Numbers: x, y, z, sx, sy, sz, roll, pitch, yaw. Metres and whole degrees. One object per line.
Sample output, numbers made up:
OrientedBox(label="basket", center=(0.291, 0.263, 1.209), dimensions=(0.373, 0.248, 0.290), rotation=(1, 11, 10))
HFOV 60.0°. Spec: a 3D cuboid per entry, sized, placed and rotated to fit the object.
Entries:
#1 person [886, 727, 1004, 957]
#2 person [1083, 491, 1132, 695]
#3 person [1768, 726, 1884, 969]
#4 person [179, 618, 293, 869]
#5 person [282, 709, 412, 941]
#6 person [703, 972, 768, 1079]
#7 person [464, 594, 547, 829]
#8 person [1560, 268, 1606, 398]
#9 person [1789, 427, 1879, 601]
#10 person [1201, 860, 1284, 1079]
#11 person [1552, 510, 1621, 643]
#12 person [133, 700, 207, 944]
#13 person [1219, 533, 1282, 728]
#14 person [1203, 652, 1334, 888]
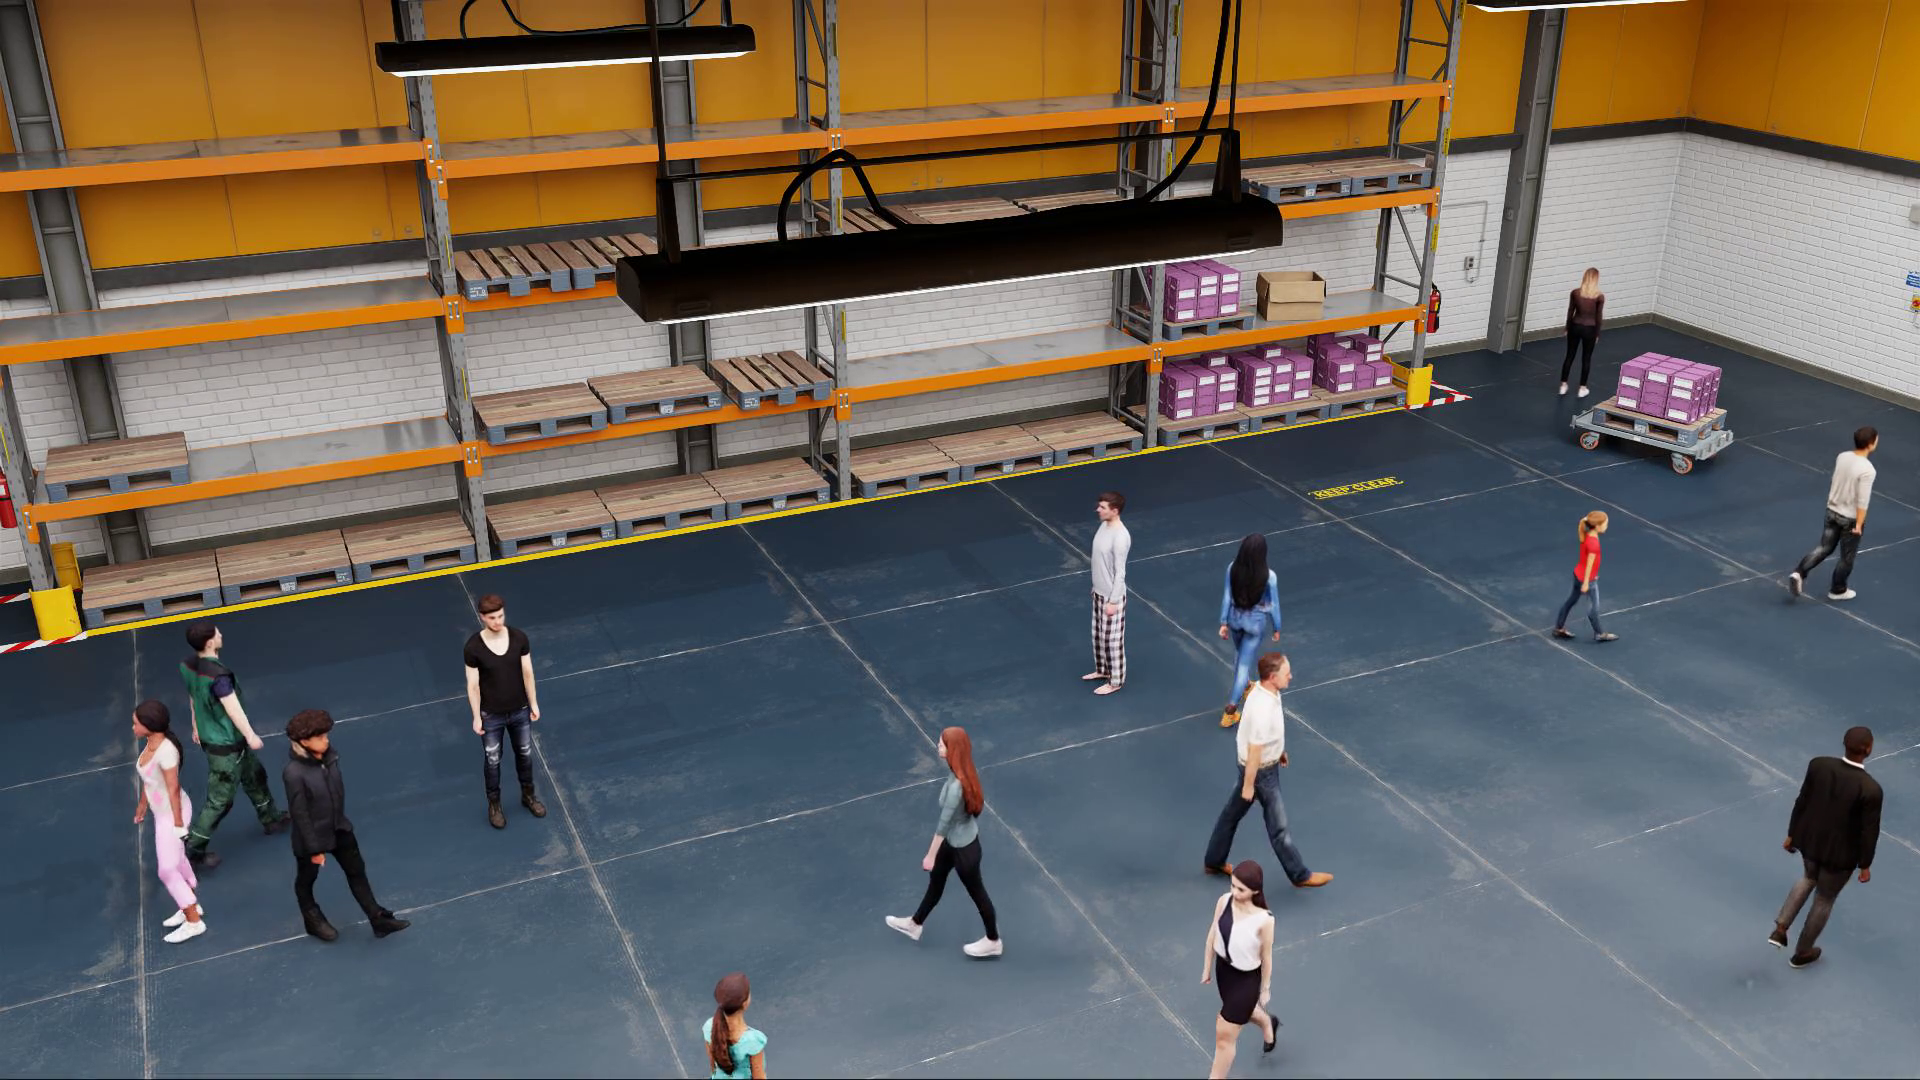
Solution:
OrientedBox(label="person", center=(0.089, 2.031, 10.909), dimensions=(1.126, 1.708, 0.961), rotation=(3, 24, 7))
OrientedBox(label="person", center=(1.294, 0.437, 14.382), dimensions=(0.574, 1.847, 0.653), rotation=(-7, 25, -15))
OrientedBox(label="person", center=(5.585, 2.030, 10.803), dimensions=(0.694, 1.794, 0.697), rotation=(-12, 26, -25))
OrientedBox(label="person", center=(-5.369, 1.490, 11.954), dimensions=(0.977, 1.862, 1.322), rotation=(22, 32, 40))
OrientedBox(label="person", center=(-4.348, 1.921, 11.128), dimensions=(1.108, 1.733, 1.067), rotation=(10, 25, 21))
OrientedBox(label="person", center=(-1.212, 3.018, 8.853), dimensions=(0.798, 1.545, 0.895), rotation=(13, 27, 26))
OrientedBox(label="person", center=(-3.429, 1.249, 12.467), dimensions=(0.511, 1.892, 0.728), rotation=(-13, 27, -27))
OrientedBox(label="person", center=(8.159, -2.728, 21.805), dimensions=(0.680, 1.701, 0.672), rotation=(16, 28, 31))
OrientedBox(label="person", center=(8.417, -0.229, 15.974), dimensions=(1.019, 1.793, 0.725), rotation=(-7, 25, -15))
OrientedBox(label="person", center=(1.686, 2.570, 9.790), dimensions=(1.141, 1.616, 0.821), rotation=(-21, 31, -40))
OrientedBox(label="person", center=(5.679, 0.338, 15.302), dimensions=(0.872, 1.291, 0.749), rotation=(4, 24, 8))
OrientedBox(label="person", center=(-5.307, 1.843, 11.305), dimensions=(0.622, 1.736, 0.636), rotation=(-16, 28, -32))
OrientedBox(label="person", center=(2.342, 0.781, 13.799), dimensions=(0.941, 1.684, 1.098), rotation=(15, 28, 31))
OrientedBox(label="person", center=(1.993, 1.617, 11.723), dimensions=(1.250, 1.814, 1.146), rotation=(6, 24, 14))
